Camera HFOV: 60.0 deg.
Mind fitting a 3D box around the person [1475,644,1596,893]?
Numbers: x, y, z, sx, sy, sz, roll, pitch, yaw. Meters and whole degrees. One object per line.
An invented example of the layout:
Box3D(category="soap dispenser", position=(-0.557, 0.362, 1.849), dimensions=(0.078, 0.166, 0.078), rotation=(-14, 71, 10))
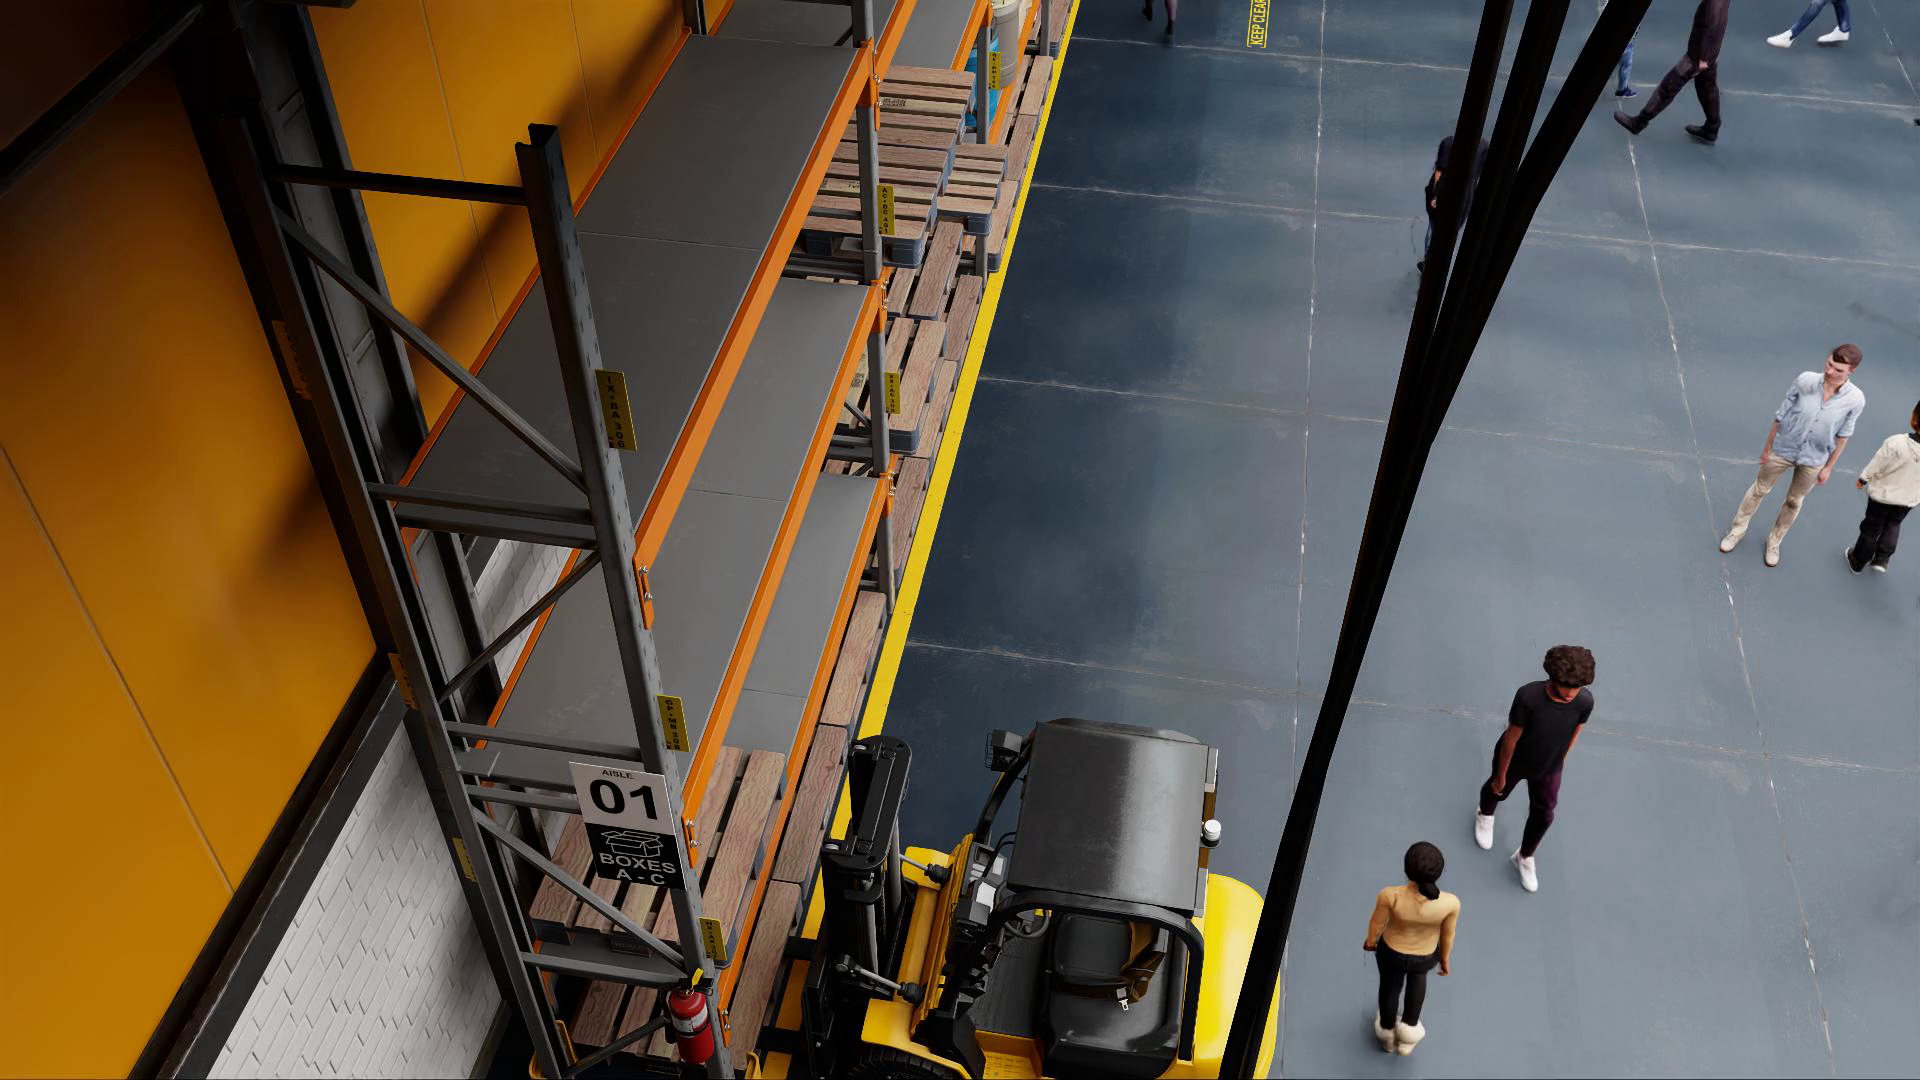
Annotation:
Box3D(category="person", position=(3.312, 1.188, 9.690), dimensions=(0.684, 1.759, 0.863), rotation=(3, 44, 4))

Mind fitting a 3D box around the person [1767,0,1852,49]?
Box3D(category="person", position=(9.143, -5.892, 17.084), dimensions=(1.045, 1.810, 1.234), rotation=(-4, 44, -4))

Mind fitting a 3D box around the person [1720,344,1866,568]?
Box3D(category="person", position=(5.820, -0.615, 11.518), dimensions=(0.719, 1.847, 0.684), rotation=(22, 48, 22))

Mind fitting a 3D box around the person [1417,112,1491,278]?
Box3D(category="person", position=(4.149, -2.842, 13.998), dimensions=(0.654, 1.651, 0.718), rotation=(-2, 44, -3))

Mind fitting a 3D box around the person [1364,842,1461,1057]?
Box3D(category="person", position=(2.336, 2.217, 8.691), dimensions=(0.612, 1.645, 0.624), rotation=(10, 44, 10))

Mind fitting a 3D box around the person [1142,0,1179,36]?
Box3D(category="person", position=(2.156, -6.076, 17.397), dimensions=(0.872, 1.645, 1.129), rotation=(-4, 44, -5))

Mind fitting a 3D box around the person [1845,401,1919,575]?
Box3D(category="person", position=(6.488, -0.292, 11.476), dimensions=(0.631, 1.437, 0.600), rotation=(4, 44, 4))

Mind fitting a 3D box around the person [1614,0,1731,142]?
Box3D(category="person", position=(7.055, -4.562, 15.658), dimensions=(1.033, 1.852, 1.235), rotation=(22, 48, 22))
